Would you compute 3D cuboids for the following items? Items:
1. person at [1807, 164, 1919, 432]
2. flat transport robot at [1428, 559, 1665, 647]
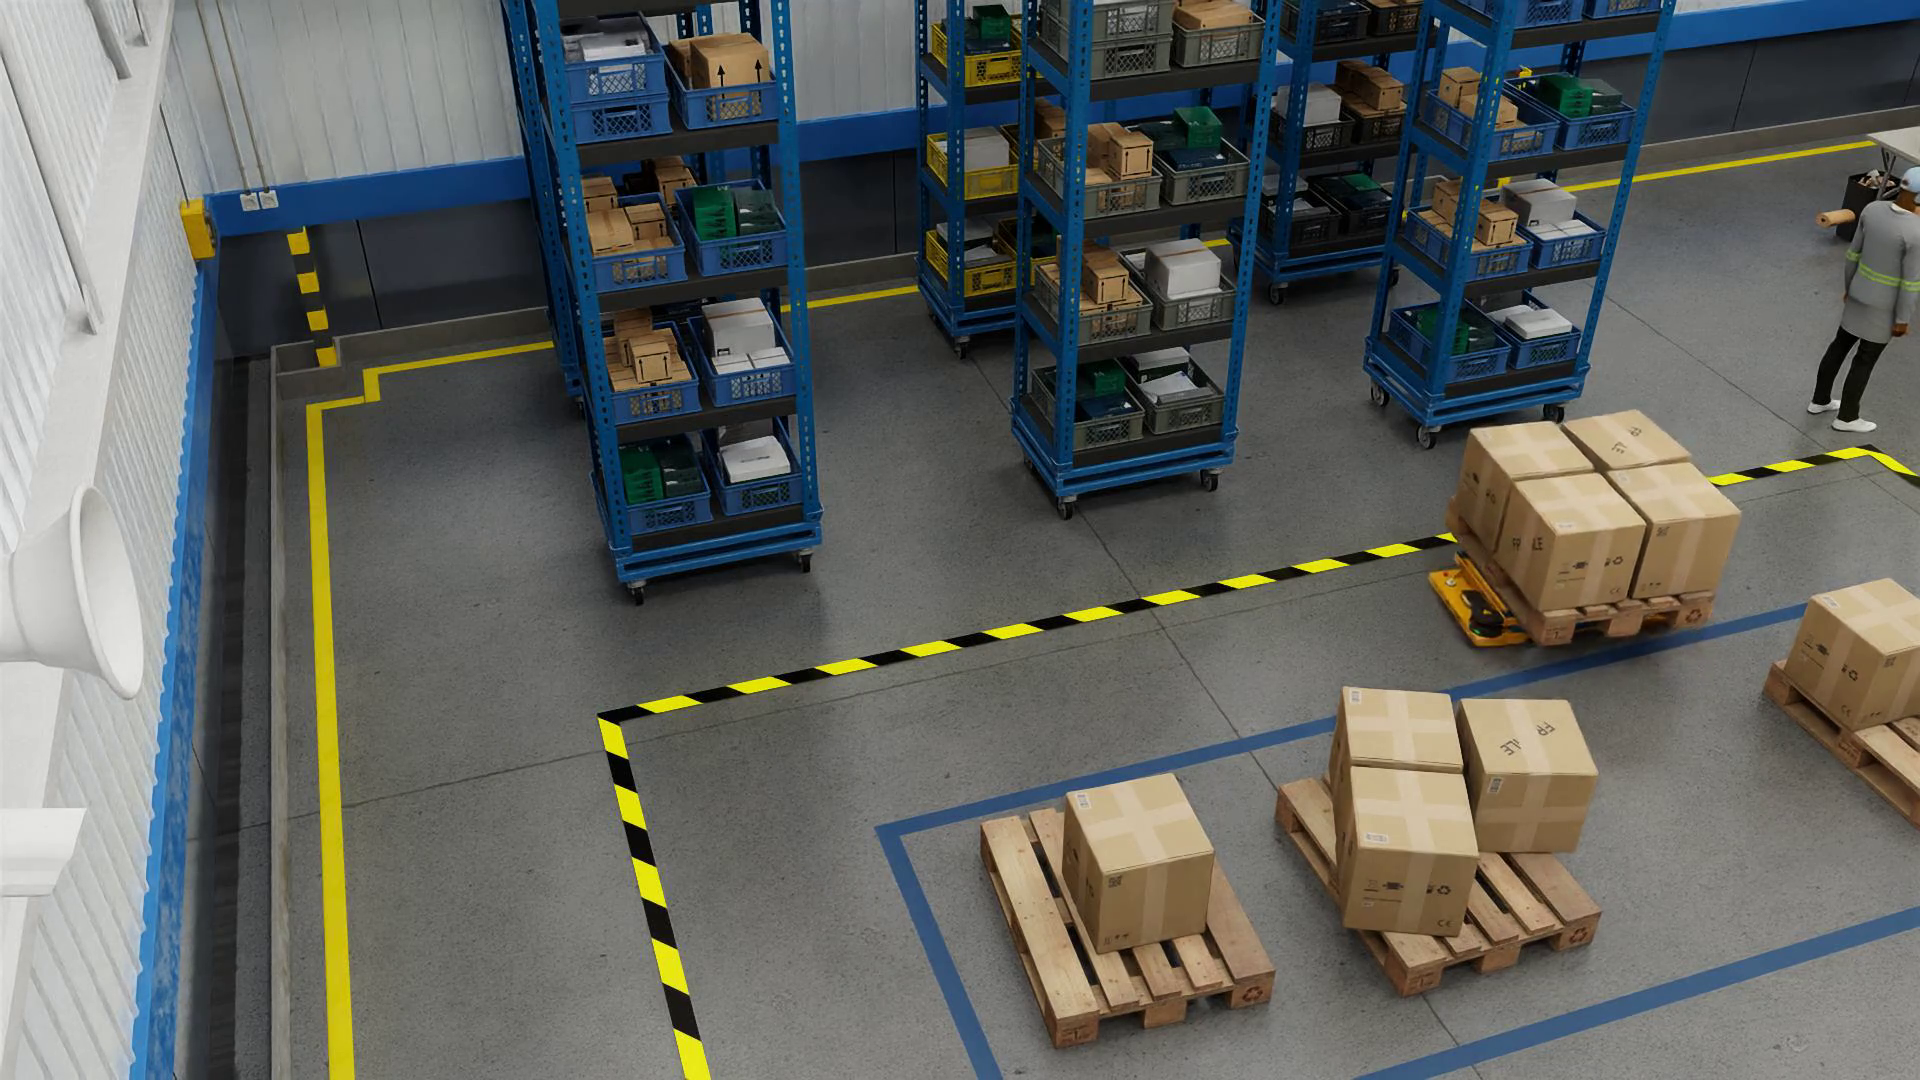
[{"bbox_3d":[6.035,-1.583,10.926,0.378,1.852,0.589,-10,36,-13],"label":"person"},{"bbox_3d":[3.530,0.269,9.649,1.431,0.197,0.652,-7,36,-9],"label":"flat transport robot"}]
